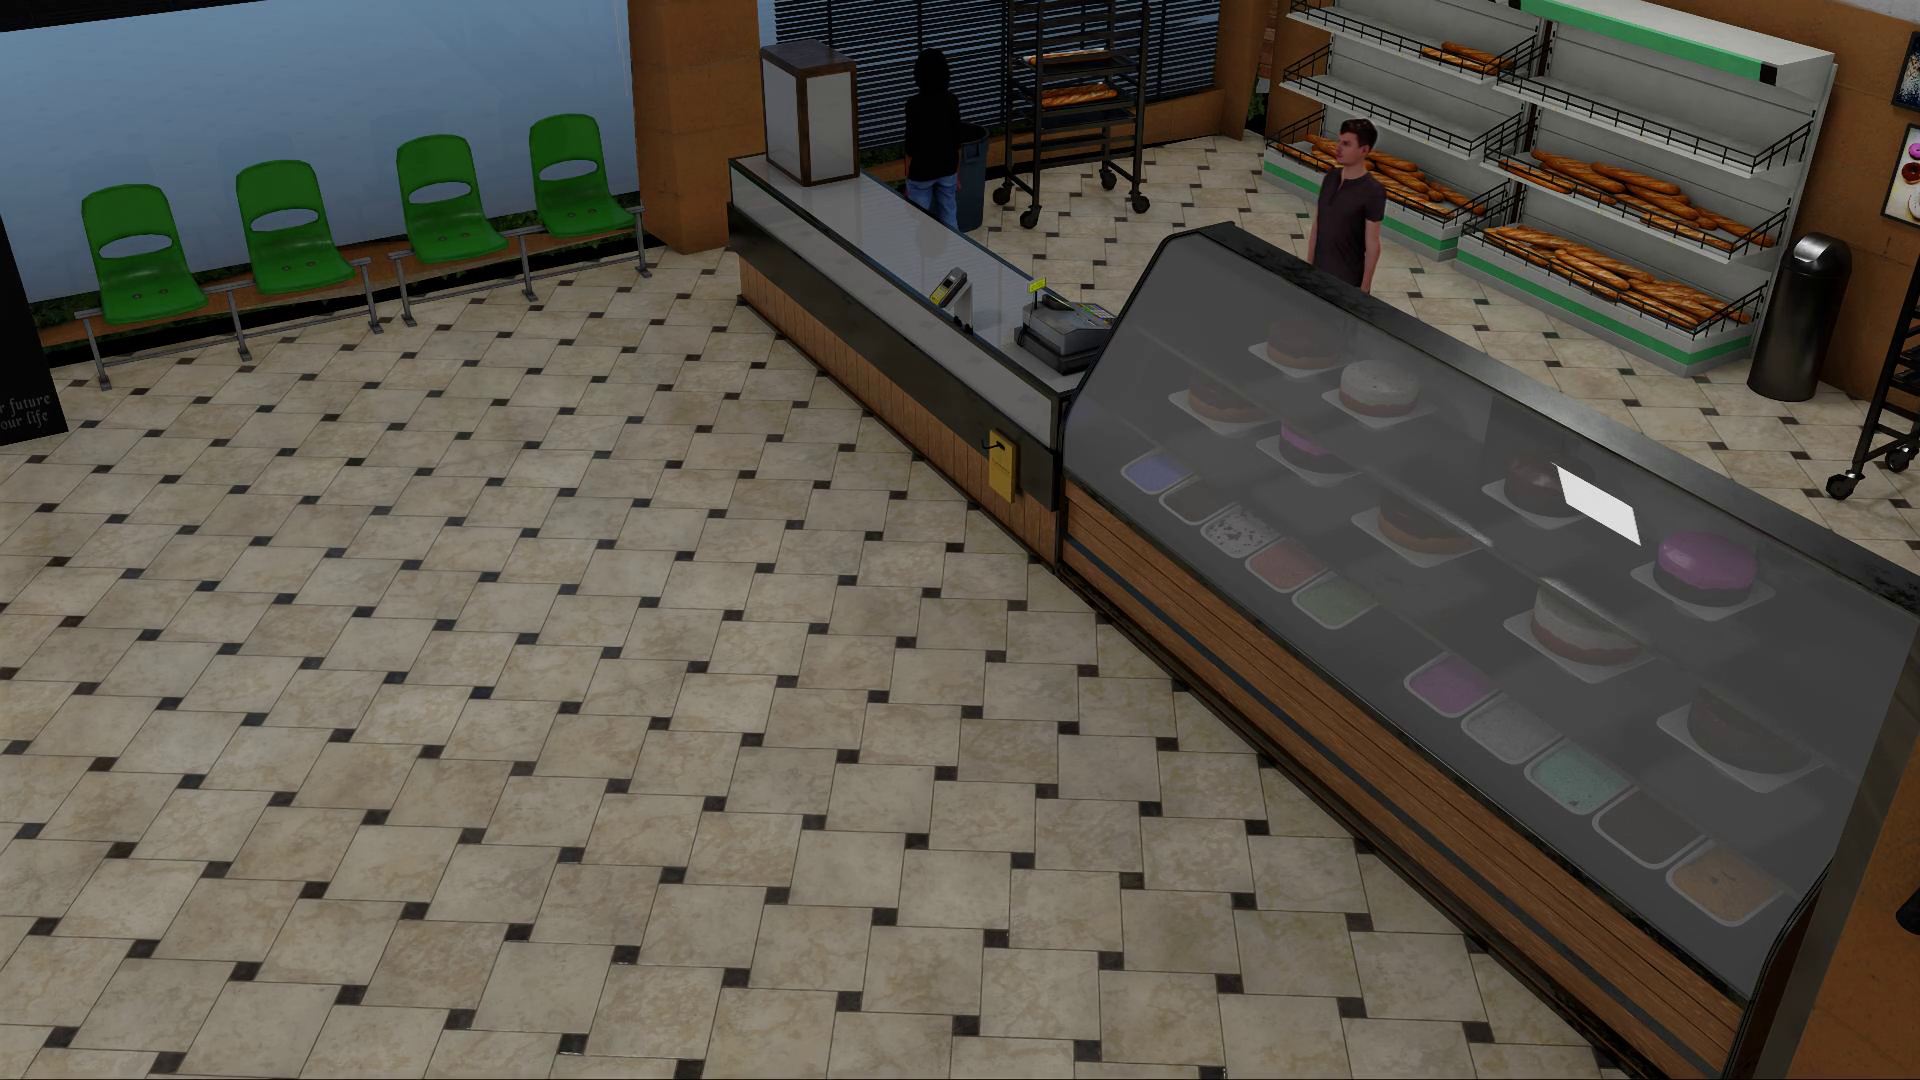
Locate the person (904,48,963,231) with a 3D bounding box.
[{"bbox_3d":[-0.181,-2.395,10.983,0.512,1.702,0.649,-12,34,-18],"label":"person"}]

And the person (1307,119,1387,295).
[{"bbox_3d":[2.134,-1.452,9.326,0.514,1.851,0.650,-17,36,-25],"label":"person"}]
